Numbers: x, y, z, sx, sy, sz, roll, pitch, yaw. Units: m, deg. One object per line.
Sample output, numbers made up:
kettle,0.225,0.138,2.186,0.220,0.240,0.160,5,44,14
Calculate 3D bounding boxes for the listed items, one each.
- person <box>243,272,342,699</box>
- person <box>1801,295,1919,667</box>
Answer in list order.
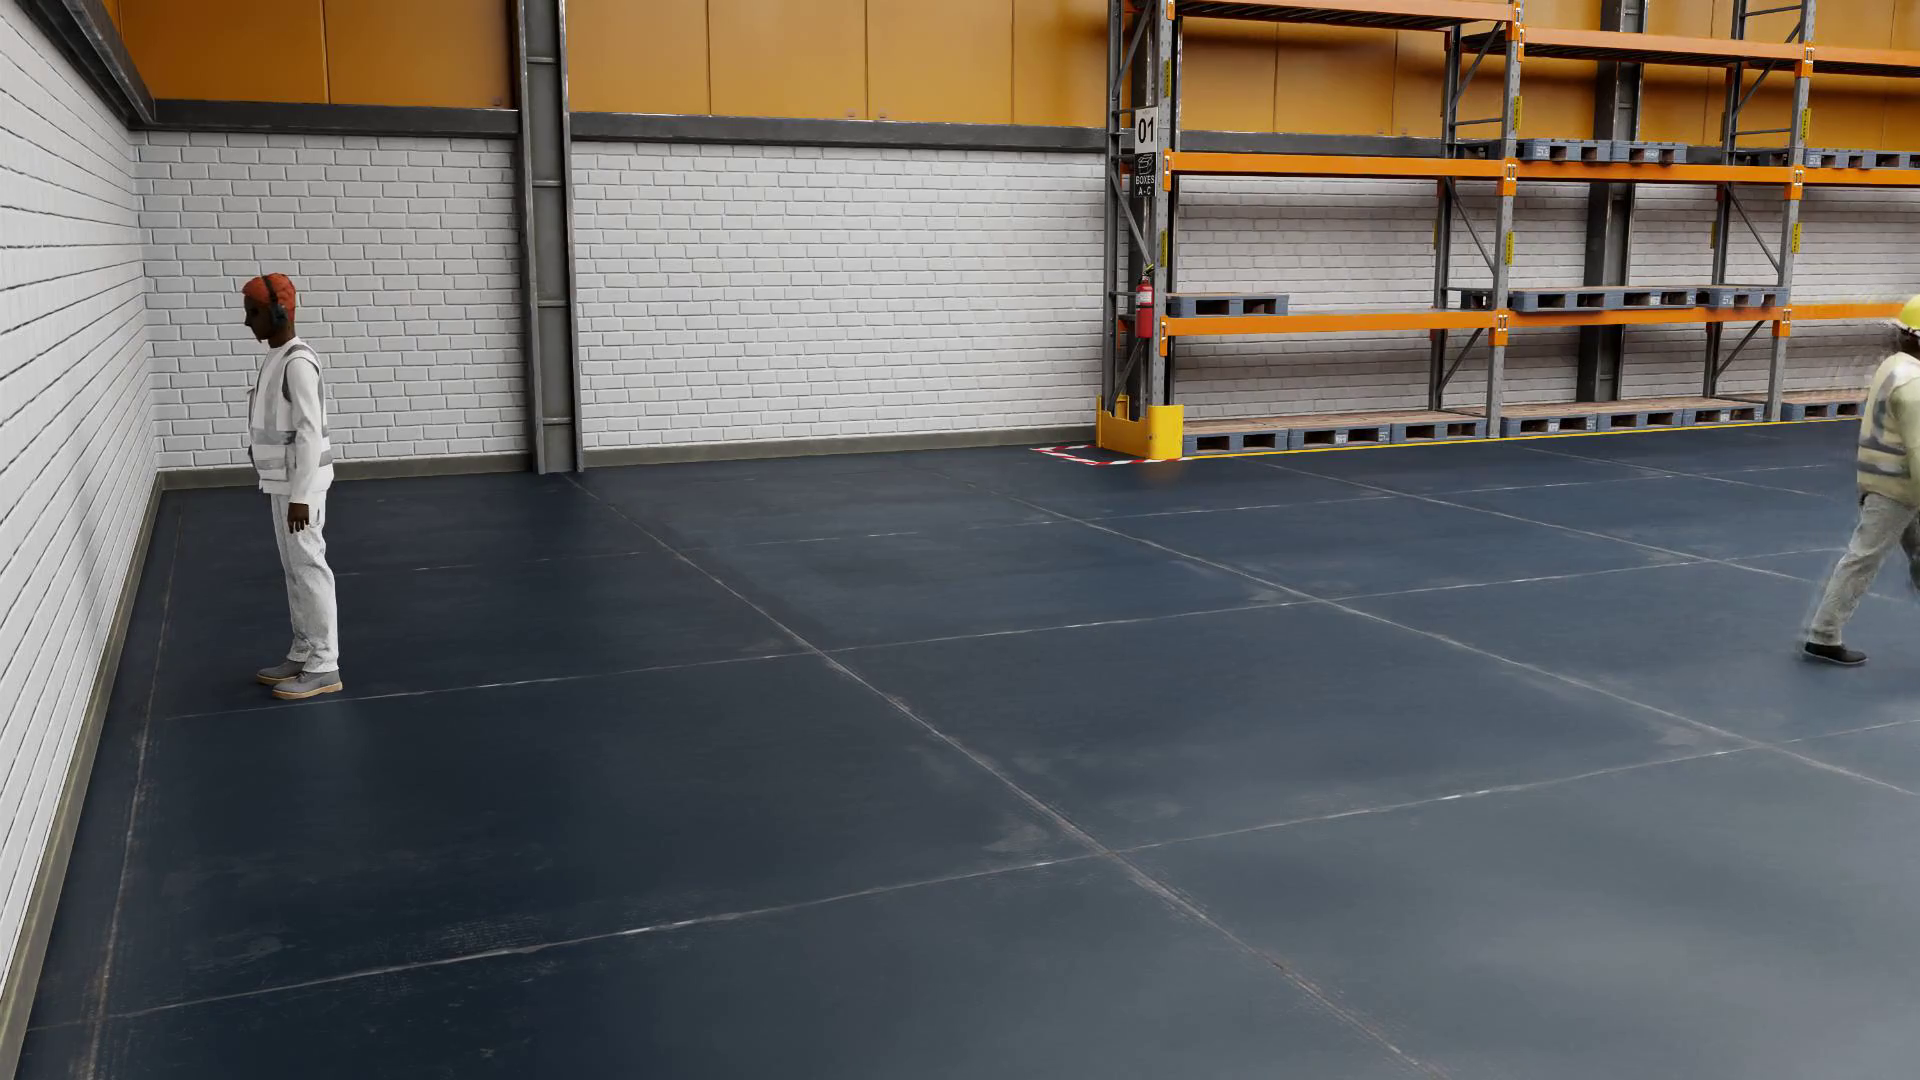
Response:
person,-2.988,-0.240,7.425,0.355,1.887,0.573,-6,12,-32
person,4.488,-0.253,7.764,0.942,1.783,0.619,5,11,24
